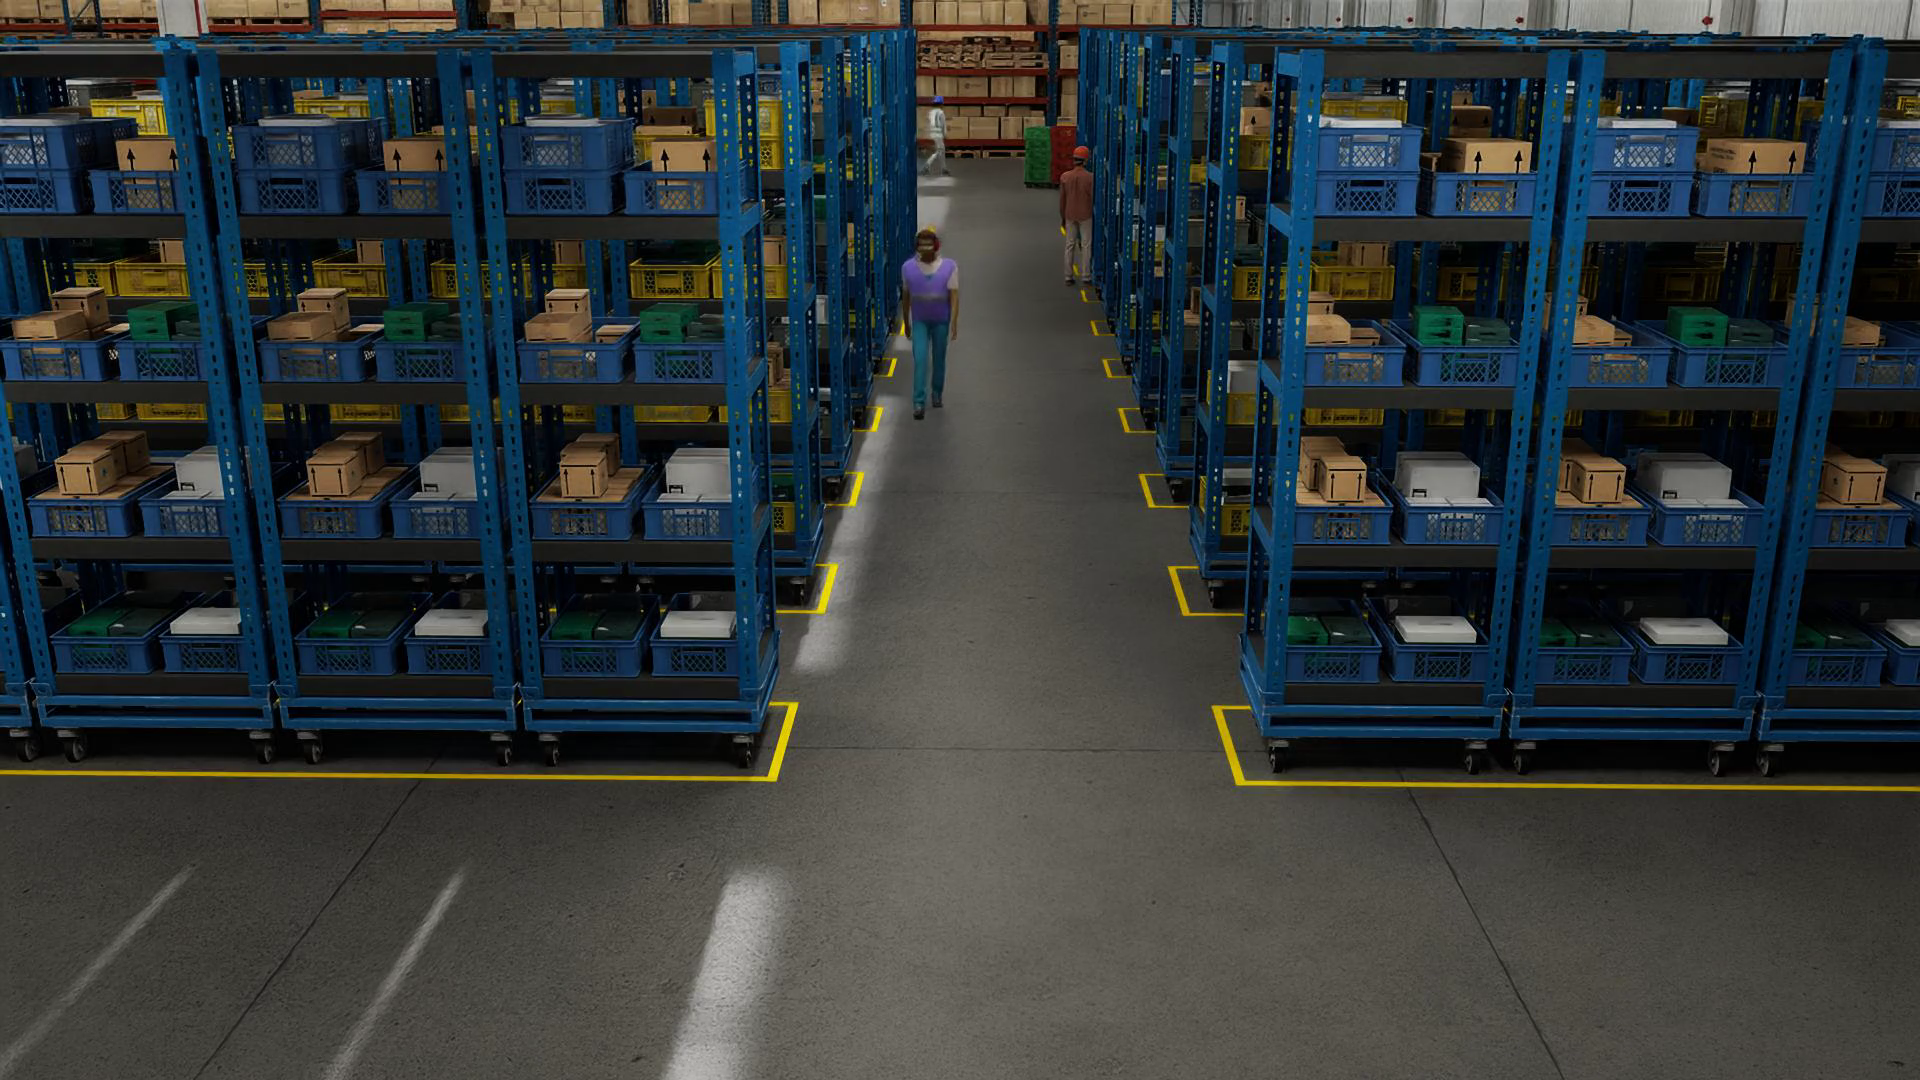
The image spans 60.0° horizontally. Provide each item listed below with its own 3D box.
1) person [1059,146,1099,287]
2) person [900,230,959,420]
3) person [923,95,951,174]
[{"bbox_3d":[1.725,-4.636,23.866,0.622,1.993,0.382,9,20,26],"label":"person"},{"bbox_3d":[-0.294,-2.105,16.140,0.567,1.794,0.959,0,17,1],"label":"person"},{"bbox_3d":[-0.571,-9.990,41.035,0.740,1.929,0.618,-8,19,-23],"label":"person"}]
